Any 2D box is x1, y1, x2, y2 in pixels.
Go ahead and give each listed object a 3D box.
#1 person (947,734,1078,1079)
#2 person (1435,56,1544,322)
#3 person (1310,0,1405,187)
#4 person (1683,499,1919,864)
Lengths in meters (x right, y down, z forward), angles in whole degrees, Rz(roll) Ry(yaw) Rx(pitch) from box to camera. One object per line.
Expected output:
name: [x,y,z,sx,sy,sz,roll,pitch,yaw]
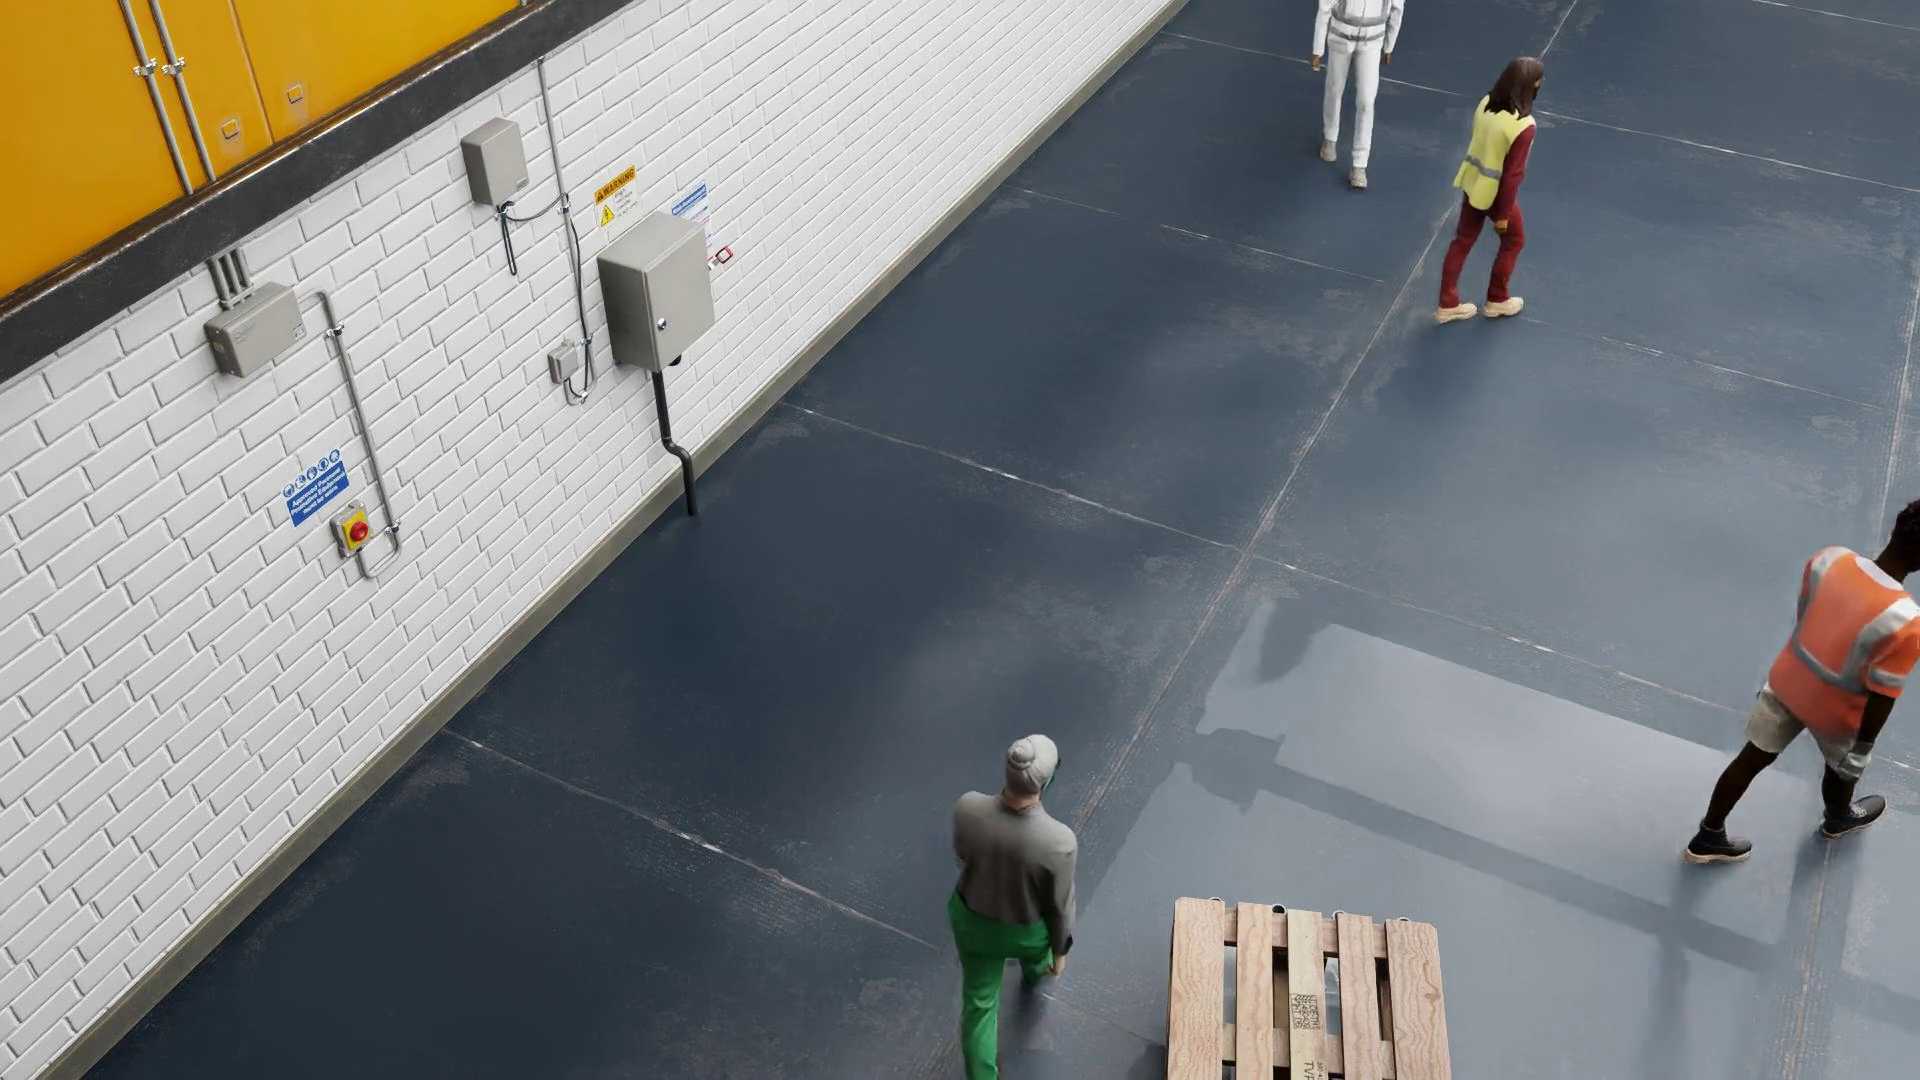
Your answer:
person: [0.216,1.307,6.149,0.495,1.788,0.948,10,42,12]
person: [3.344,-2.132,10.174,0.709,1.747,0.501,-15,43,-17]
person: [2.748,-3.397,11.569,0.597,1.851,0.881,5,41,6]
person: [3.656,0.631,6.858,0.991,1.897,0.669,-13,43,-15]
